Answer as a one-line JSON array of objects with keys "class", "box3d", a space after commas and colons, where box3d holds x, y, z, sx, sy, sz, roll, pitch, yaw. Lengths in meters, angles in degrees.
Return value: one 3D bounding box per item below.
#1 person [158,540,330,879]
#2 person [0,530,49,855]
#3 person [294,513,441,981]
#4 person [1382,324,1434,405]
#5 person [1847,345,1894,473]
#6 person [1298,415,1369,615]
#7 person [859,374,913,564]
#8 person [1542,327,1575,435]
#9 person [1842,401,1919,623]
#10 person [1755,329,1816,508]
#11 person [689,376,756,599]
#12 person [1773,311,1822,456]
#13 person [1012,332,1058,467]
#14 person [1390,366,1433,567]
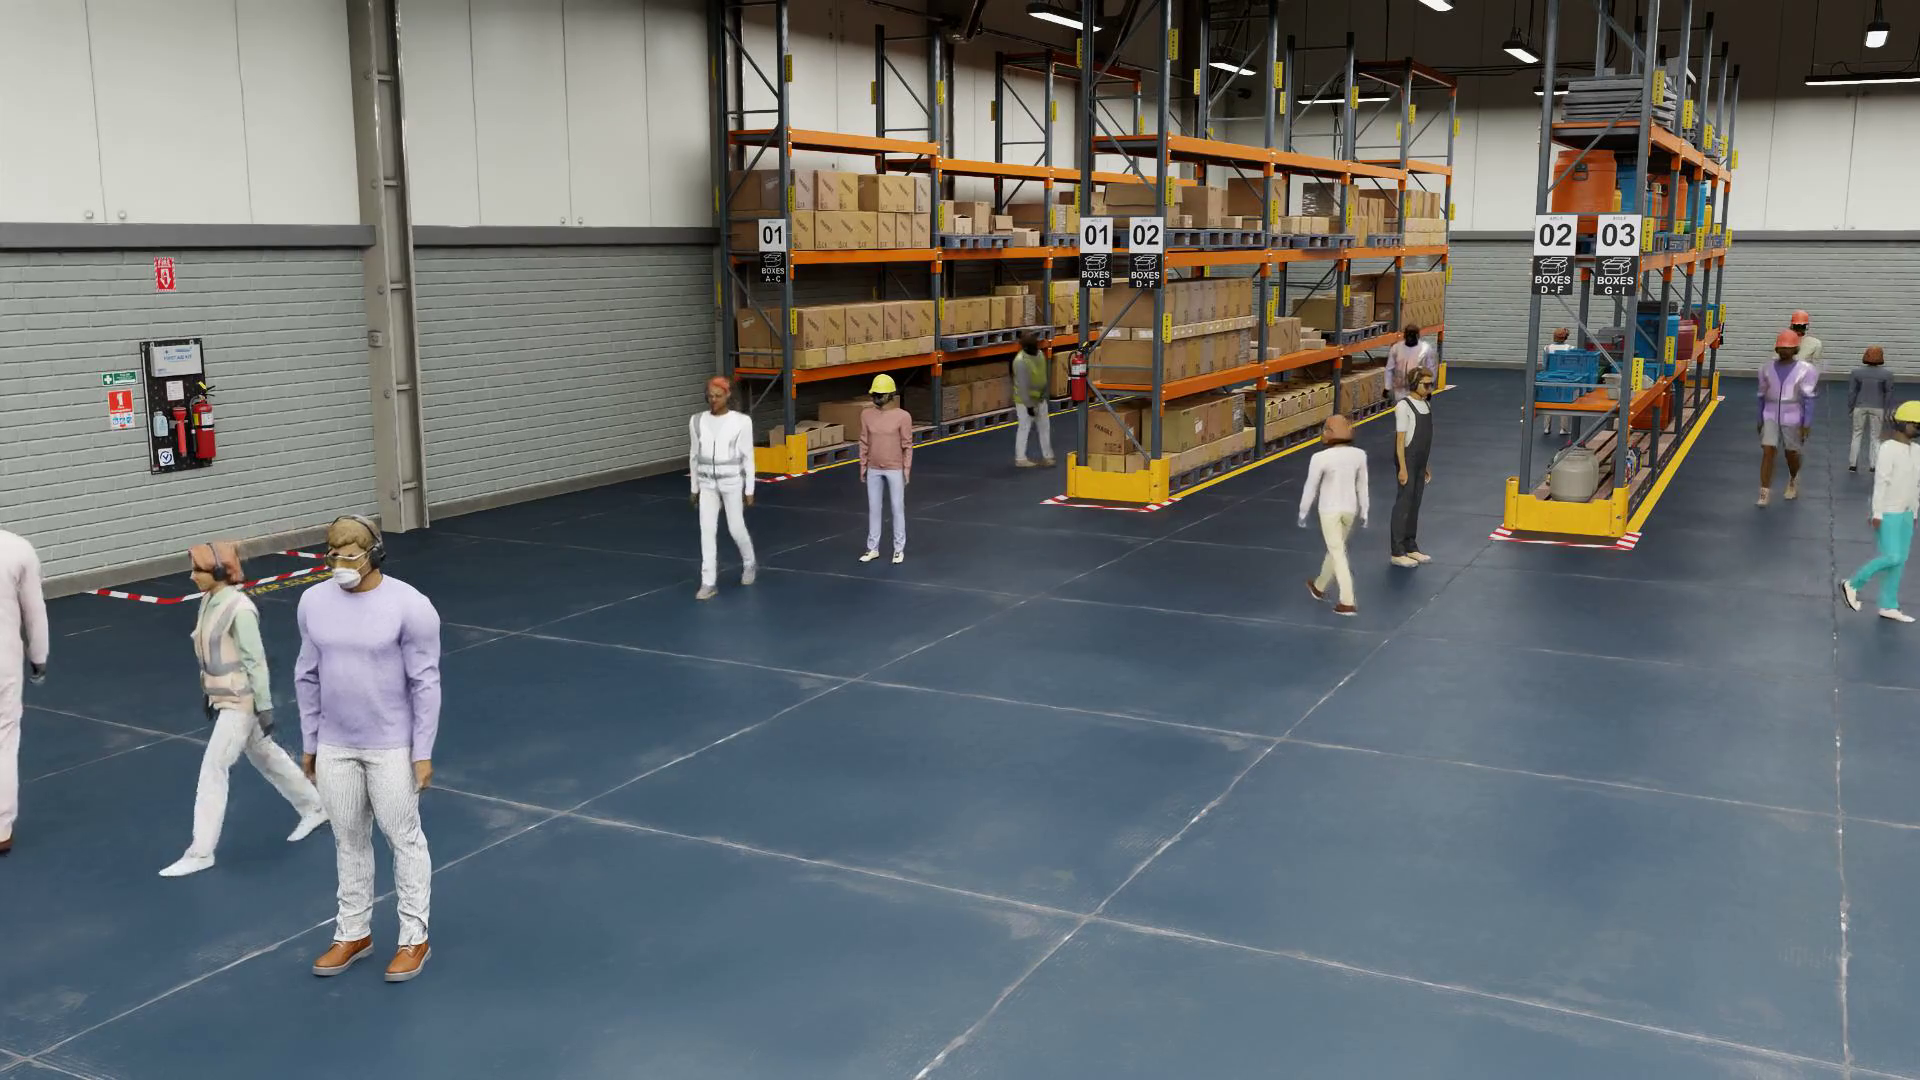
[{"class": "person", "box3d": [-3.488, 0.773, 8.100, 0.859, 1.592, 0.524, -8, 13, -39]}, {"class": "person", "box3d": [-4.953, 0.587, 8.355, 0.668, 1.861, 0.942, -7, 12, -33]}, {"class": "person", "box3d": [-2.415, 0.840, 6.794, 0.629, 1.937, 0.373, 2, 11, 11]}, {"class": "person", "box3d": [6.225, -2.091, 23.153, 0.636, 1.798, 0.932, 6, 12, 30]}, {"class": "person", "box3d": [11.640, -1.668, 21.289, 0.507, 1.635, 0.273, 8, 13, 36]}, {"class": "person", "box3d": [3.011, -0.224, 13.523, 0.528, 1.581, 0.856, -4, 11, -20]}, {"class": "person", "box3d": [-0.693, -0.656, 15.424, 0.526, 1.765, 0.329, 4, 11, 20]}, {"class": "person", "box3d": [9.132, -2.420, 25.374, 0.514, 1.642, 0.310, 9, 14, 40]}, {"class": "person", "box3d": [7.347, -0.230, 13.110, 0.544, 1.752, 0.440, -6, 12, -30]}, {"class": "person", "box3d": [9.342, -1.391, 18.813, 0.622, 2.004, 1.019, 8, 13, 39]}, {"class": "person", "box3d": [-2.015, -0.467, 14.128, 0.592, 1.868, 0.743, 2, 11, 13]}, {"class": "person", "box3d": [11.547, -2.166, 23.023, 0.611, 1.995, 0.375, 5, 11, 23]}, {"class": "person", "box3d": [0.974, -1.802, 21.628, 0.717, 1.792, 0.700, 10, 14, 43]}, {"class": "person", "box3d": [4.183, -0.679, 15.332, 0.345, 1.845, 0.508, 9, 14, 40]}]
